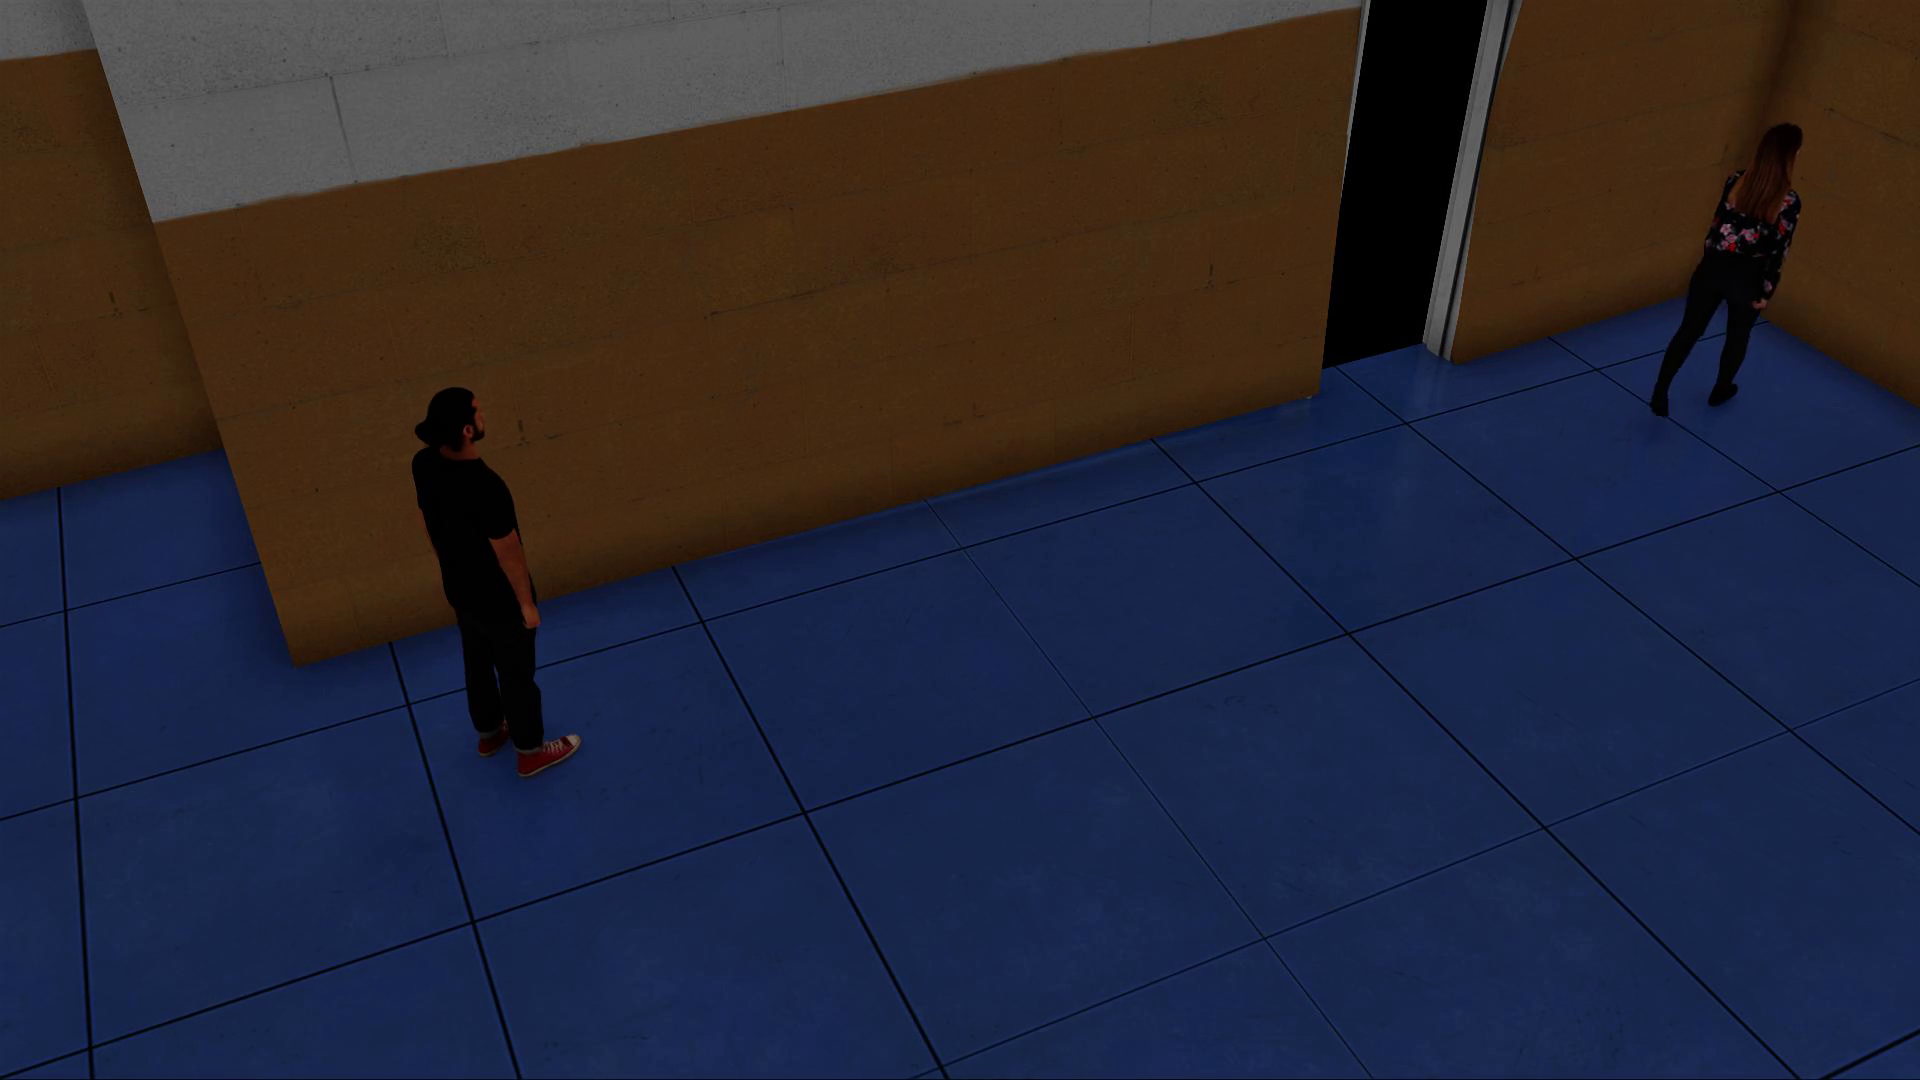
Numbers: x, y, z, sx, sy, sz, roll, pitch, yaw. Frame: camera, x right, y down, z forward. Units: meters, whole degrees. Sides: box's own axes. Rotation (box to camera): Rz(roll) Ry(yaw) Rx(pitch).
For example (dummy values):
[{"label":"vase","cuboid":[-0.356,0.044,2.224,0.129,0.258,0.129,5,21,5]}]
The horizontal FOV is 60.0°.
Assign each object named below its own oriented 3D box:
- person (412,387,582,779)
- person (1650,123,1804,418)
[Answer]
[{"label":"person","cuboid":[-1.853,0.182,6.493,0.650,1.756,0.768,22,42,27]},{"label":"person","cuboid":[3.962,-1.349,8.611,0.865,1.662,0.996,-30,46,-34]}]
